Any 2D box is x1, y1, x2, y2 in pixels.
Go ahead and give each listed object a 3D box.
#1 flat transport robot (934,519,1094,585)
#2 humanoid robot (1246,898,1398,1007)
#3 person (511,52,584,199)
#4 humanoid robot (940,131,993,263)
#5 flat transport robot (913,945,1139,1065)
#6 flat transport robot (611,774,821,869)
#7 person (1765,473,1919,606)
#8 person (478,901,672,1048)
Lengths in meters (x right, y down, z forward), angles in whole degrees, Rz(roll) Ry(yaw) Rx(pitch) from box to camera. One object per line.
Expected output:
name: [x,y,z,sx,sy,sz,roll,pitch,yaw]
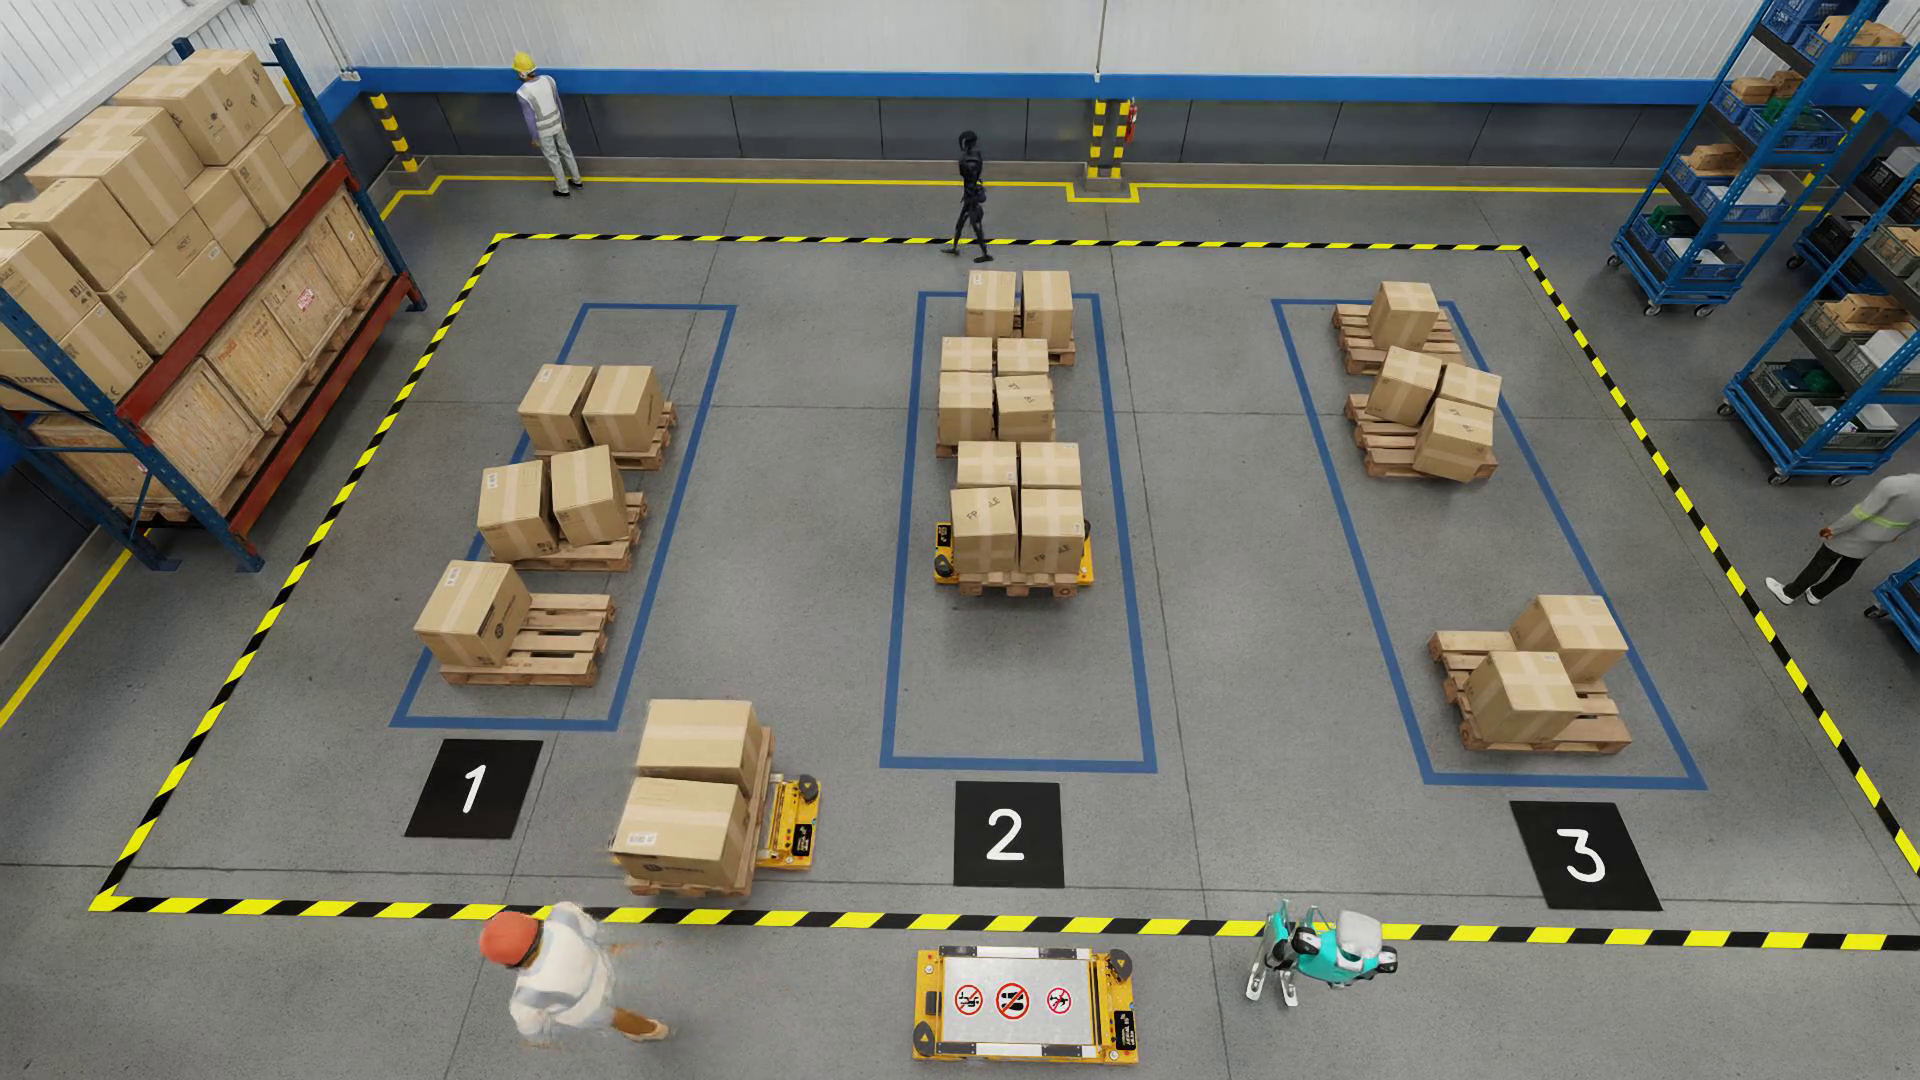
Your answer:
flat transport robot: [0.490,0.087,8.397,1.431,0.197,0.652,1,51,1]
humanoid robot: [2.115,2.378,5.513,0.533,1.677,0.735,10,52,8]
person: [-5.332,-5.329,11.817,0.404,1.836,0.598,22,54,17]
humanoid robot: [0.089,-4.027,10.876,0.679,1.631,0.615,-7,51,-6]
flat transport robot: [0.422,3.041,6.007,1.431,0.231,0.659,1,51,1]
flat transport robot: [-1.786,2.066,6.784,1.431,0.197,0.652,1,51,1]
person: [7.477,-0.115,7.558,0.597,1.849,0.388,3,51,2]
person: [-2.334,2.560,5.277,0.981,1.997,0.631,5,51,4]
